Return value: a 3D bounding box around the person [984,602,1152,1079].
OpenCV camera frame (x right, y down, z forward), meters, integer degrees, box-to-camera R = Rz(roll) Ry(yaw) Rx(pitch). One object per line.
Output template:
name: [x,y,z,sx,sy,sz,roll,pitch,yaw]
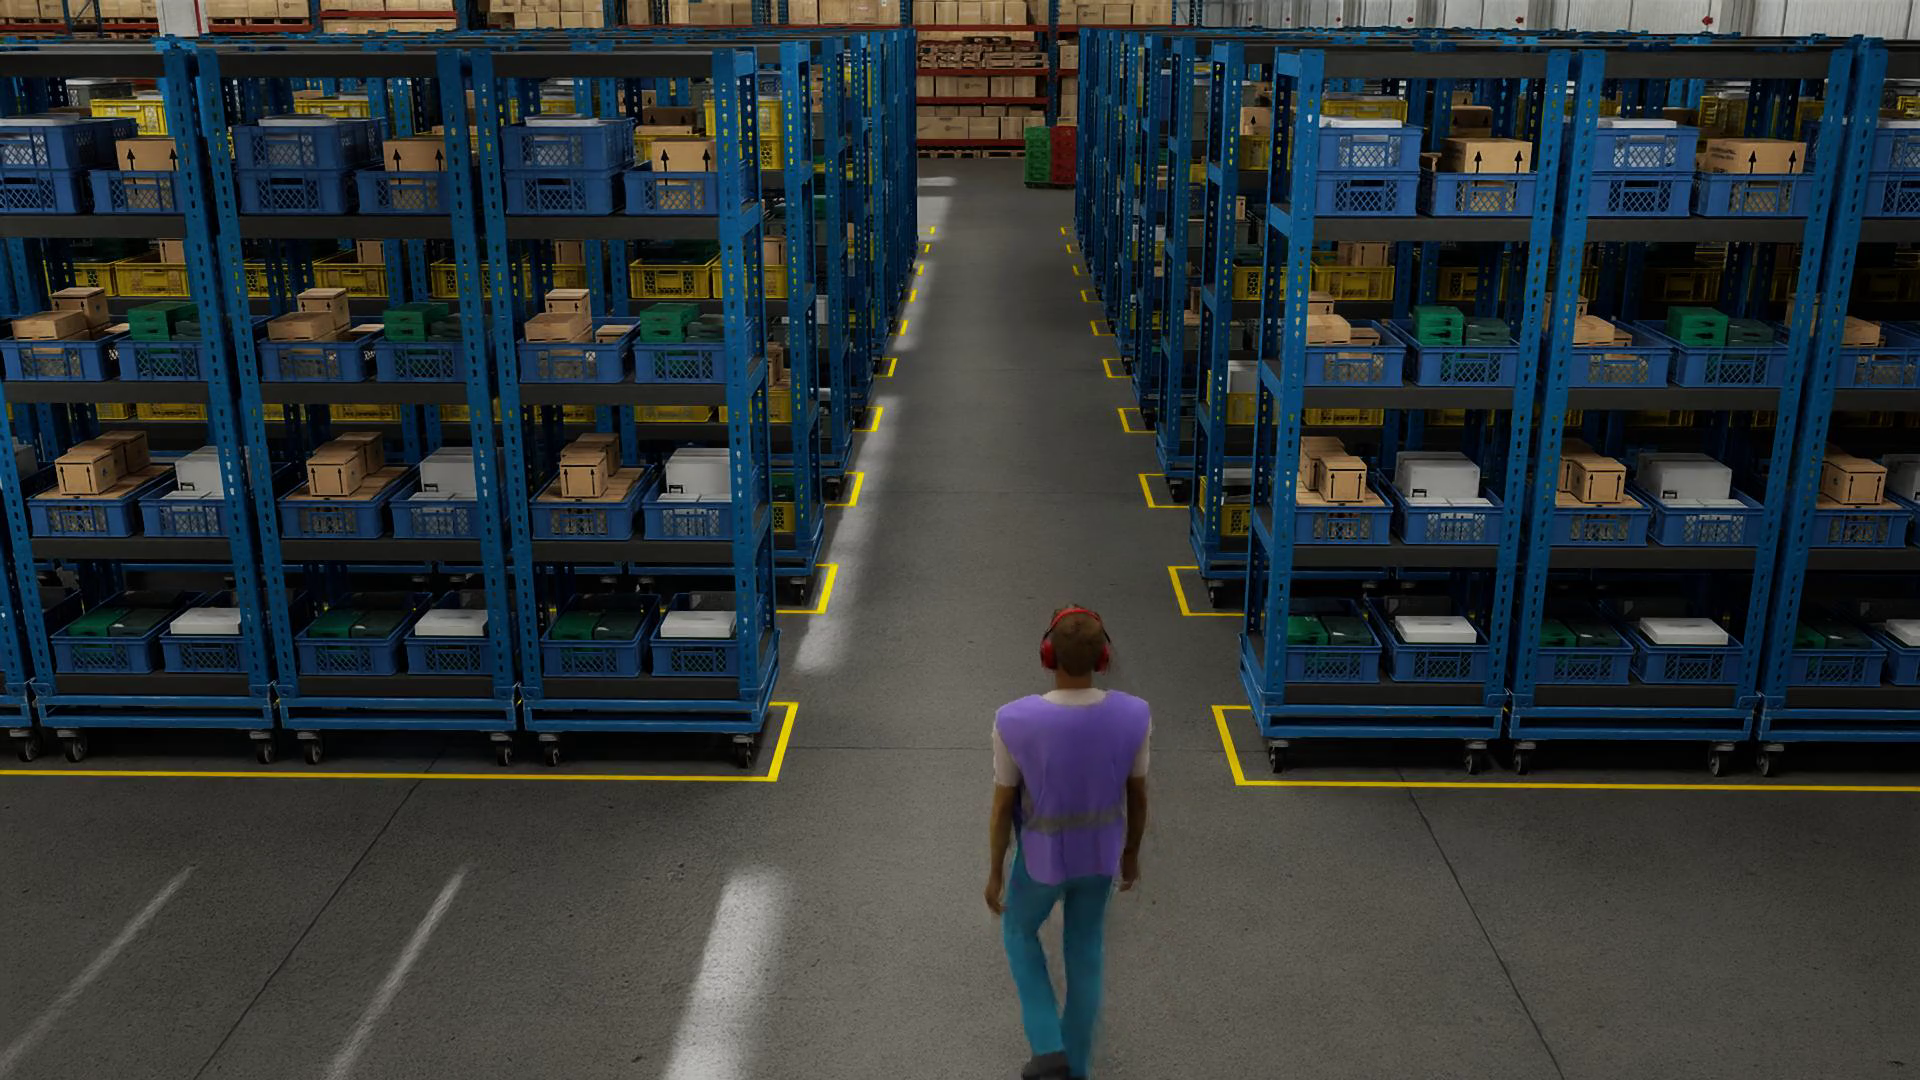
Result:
person: [0.367,1.107,5.840,0.596,1.822,0.460,-4,18,-13]
